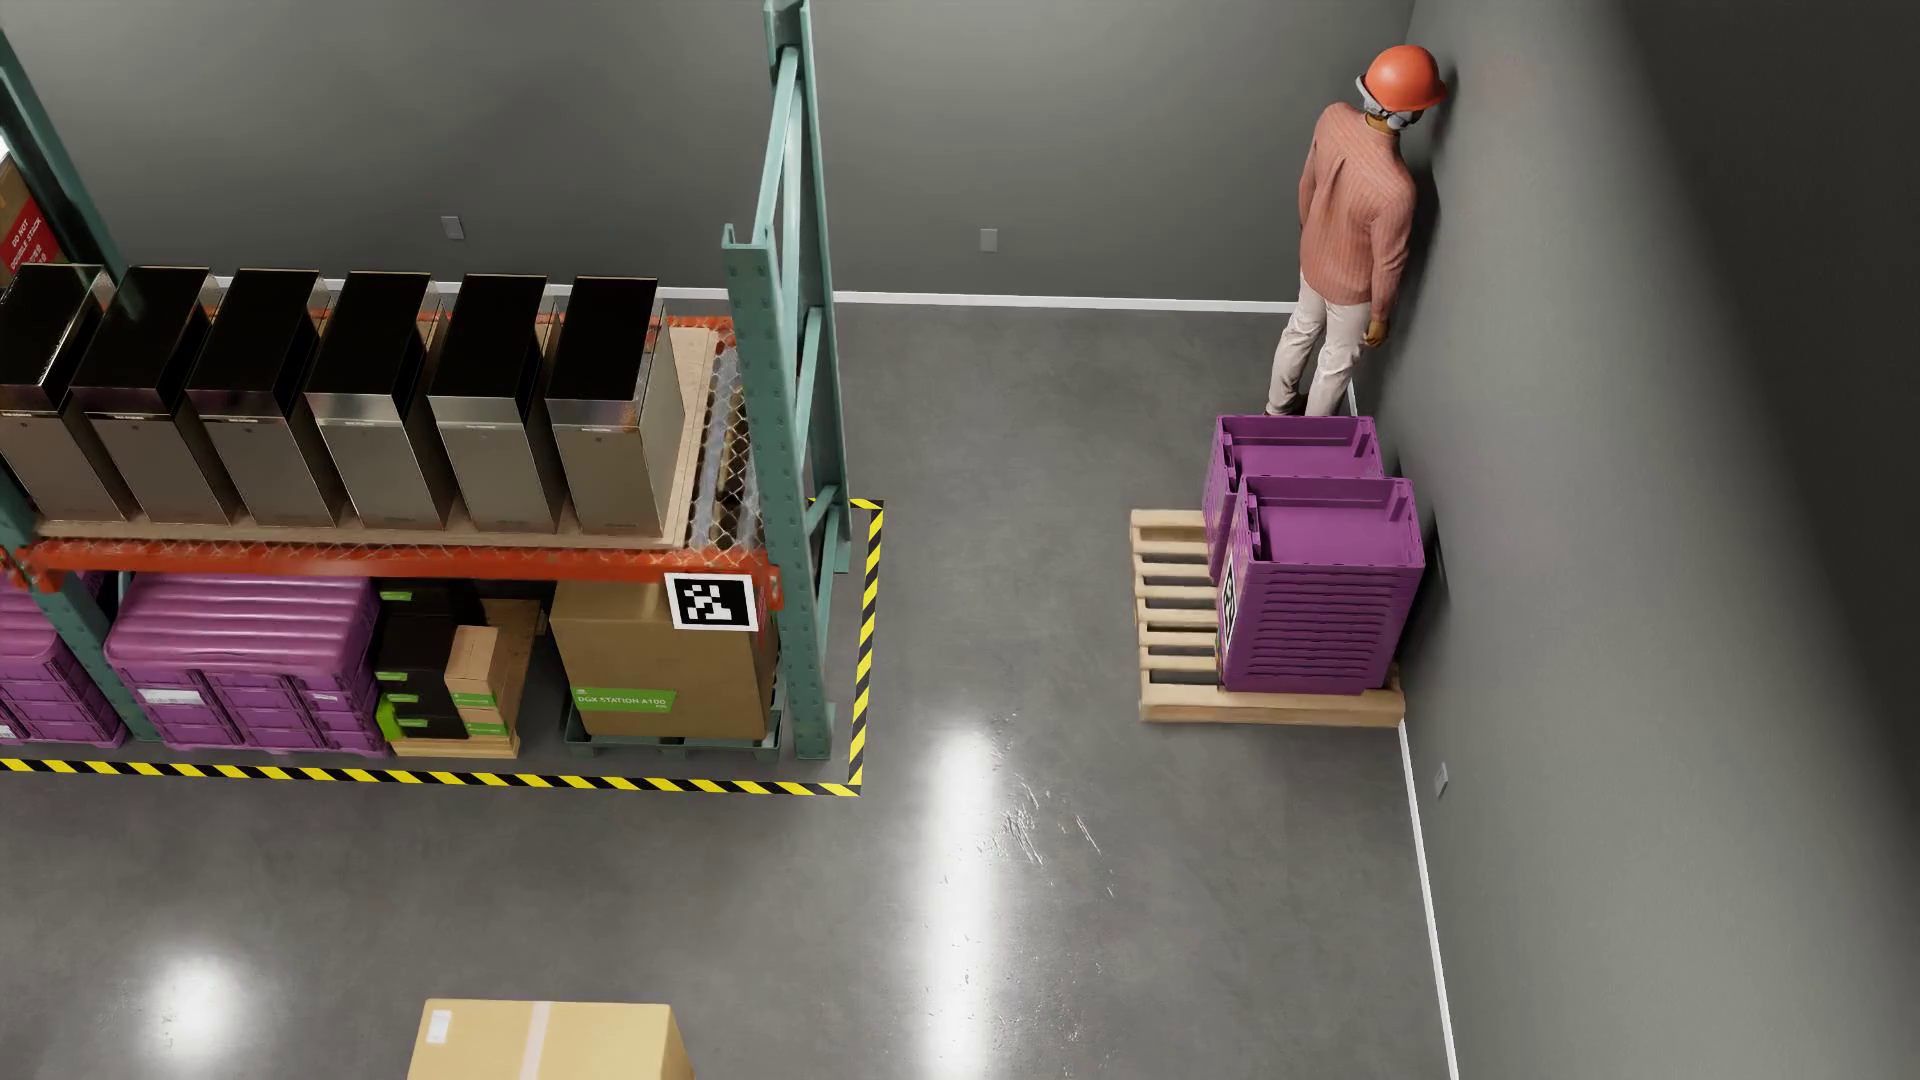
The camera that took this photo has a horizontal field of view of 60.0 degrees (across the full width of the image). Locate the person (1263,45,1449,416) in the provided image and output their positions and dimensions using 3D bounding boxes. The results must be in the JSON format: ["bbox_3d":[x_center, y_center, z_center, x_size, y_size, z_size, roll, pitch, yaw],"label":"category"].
[{"bbox_3d":[1.526,-1.065,6.496,0.395,1.992,0.622,-17,54,-13],"label":"person"}]
